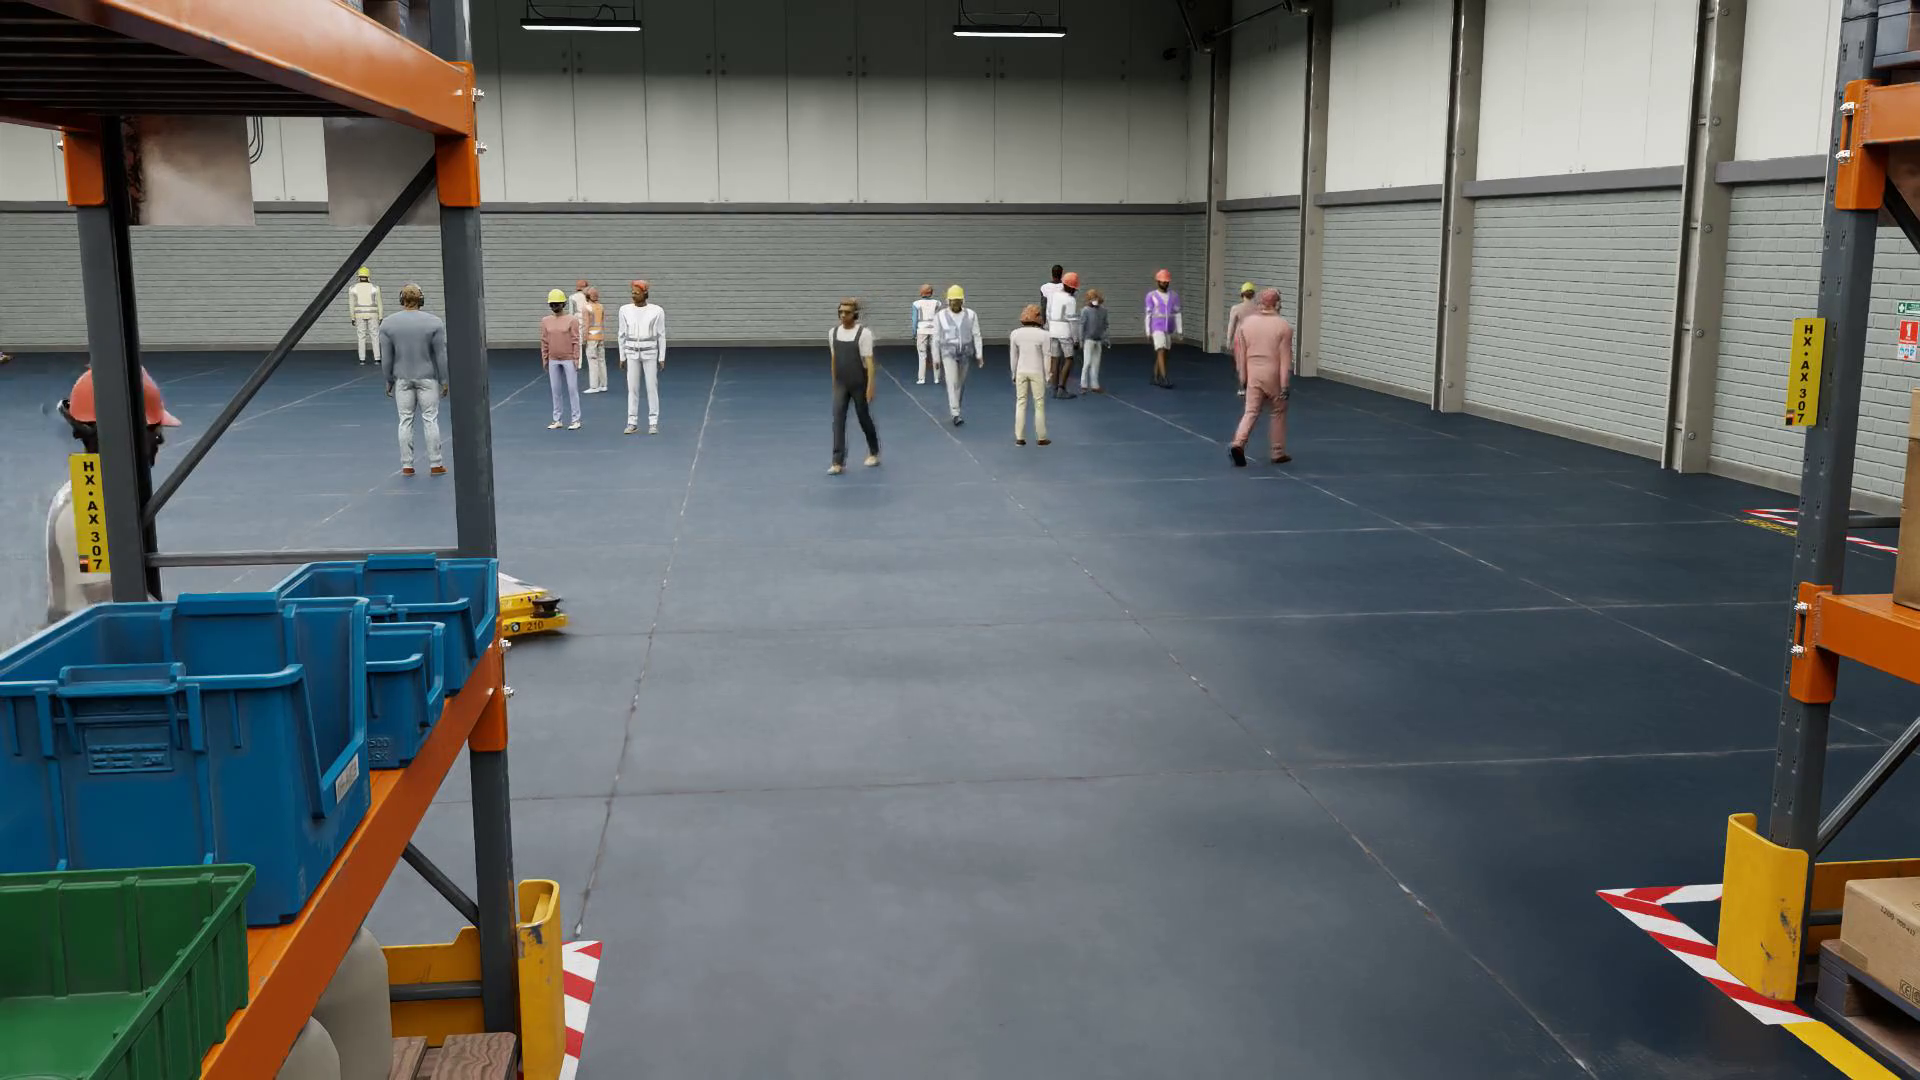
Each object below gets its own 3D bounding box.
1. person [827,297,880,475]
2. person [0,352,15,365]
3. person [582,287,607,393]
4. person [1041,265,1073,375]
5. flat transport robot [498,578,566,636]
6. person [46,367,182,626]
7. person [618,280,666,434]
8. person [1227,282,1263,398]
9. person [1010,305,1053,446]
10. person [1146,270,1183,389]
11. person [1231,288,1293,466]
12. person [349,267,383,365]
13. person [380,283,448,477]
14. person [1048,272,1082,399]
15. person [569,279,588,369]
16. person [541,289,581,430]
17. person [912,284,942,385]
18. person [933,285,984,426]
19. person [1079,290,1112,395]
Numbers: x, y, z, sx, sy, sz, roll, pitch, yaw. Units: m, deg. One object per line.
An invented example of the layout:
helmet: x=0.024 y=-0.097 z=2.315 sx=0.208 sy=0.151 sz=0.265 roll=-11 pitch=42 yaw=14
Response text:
person: x=-1.078 y=-1.603 z=17.133 sx=0.520 sy=1.811 sz=0.932 roll=4 pitch=11 yaw=22
person: x=-18.281 y=-4.169 z=31.010 sx=0.673 sy=1.855 sz=0.960 roll=7 pitch=13 yaw=35
person: x=-5.653 y=-3.079 z=25.660 sx=0.310 sy=1.636 sz=0.523 roll=4 pitch=11 yaw=22
person: x=1.689 y=-3.814 z=28.913 sx=0.587 sy=1.920 sz=0.390 roll=0 pitch=10 yaw=1
flat transport robot: x=-3.091 y=0.377 z=10.459 sx=0.652 sy=0.197 sz=1.431 roll=-8 pitch=13 yaw=-38
person: x=-2.540 y=0.440 z=5.334 sx=0.955 sy=2.003 sz=0.609 roll=-3 pitch=11 yaw=-16
person: x=-3.889 y=-2.232 z=20.337 sx=0.572 sy=1.885 sz=0.358 roll=0 pitch=10 yaw=3
person: x=4.315 y=-2.995 z=24.974 sx=0.529 sy=1.739 sz=0.795 roll=-2 pitch=11 yaw=-12
person: x=0.833 y=-1.883 z=19.202 sx=0.509 sy=1.623 sz=0.528 roll=4 pitch=11 yaw=23
person: x=3.249 y=-3.379 z=26.630 sx=0.564 sy=1.889 sz=0.989 roll=-3 pitch=11 yaw=-17
person: x=3.203 y=-1.711 z=17.509 sx=0.651 sy=1.875 sz=0.881 roll=9 pitch=14 yaw=40
person: x=-11.191 y=-4.221 z=31.384 sx=0.598 sy=1.832 sz=0.404 roll=-3 pitch=11 yaw=-15
person: x=-5.461 y=-1.595 z=16.693 sx=0.633 sy=1.938 sz=0.356 roll=-1 pitch=10 yaw=-7
person: x=1.524 y=-3.034 z=24.774 sx=0.388 sy=1.883 sz=0.654 roll=-8 pitch=13 yaw=-38
person: x=-6.845 y=-3.920 z=30.270 sx=0.514 sy=1.638 sz=0.310 roll=-1 pitch=10 yaw=-5
person: x=-4.991 y=-2.252 z=20.798 sx=0.518 sy=1.756 sz=0.343 roll=2 pitch=11 yaw=11
person: x=-0.536 y=-3.352 z=27.160 sx=0.515 sy=1.636 sz=0.315 roll=-3 pitch=11 yaw=-14
person: x=-0.022 y=-2.369 z=21.366 sx=0.604 sy=1.782 sz=0.936 roll=-3 pitch=11 yaw=-14
person: x=2.027 y=-3.019 z=25.458 sx=0.624 sy=1.602 sz=0.504 roll=-7 pitch=13 yaw=-34
